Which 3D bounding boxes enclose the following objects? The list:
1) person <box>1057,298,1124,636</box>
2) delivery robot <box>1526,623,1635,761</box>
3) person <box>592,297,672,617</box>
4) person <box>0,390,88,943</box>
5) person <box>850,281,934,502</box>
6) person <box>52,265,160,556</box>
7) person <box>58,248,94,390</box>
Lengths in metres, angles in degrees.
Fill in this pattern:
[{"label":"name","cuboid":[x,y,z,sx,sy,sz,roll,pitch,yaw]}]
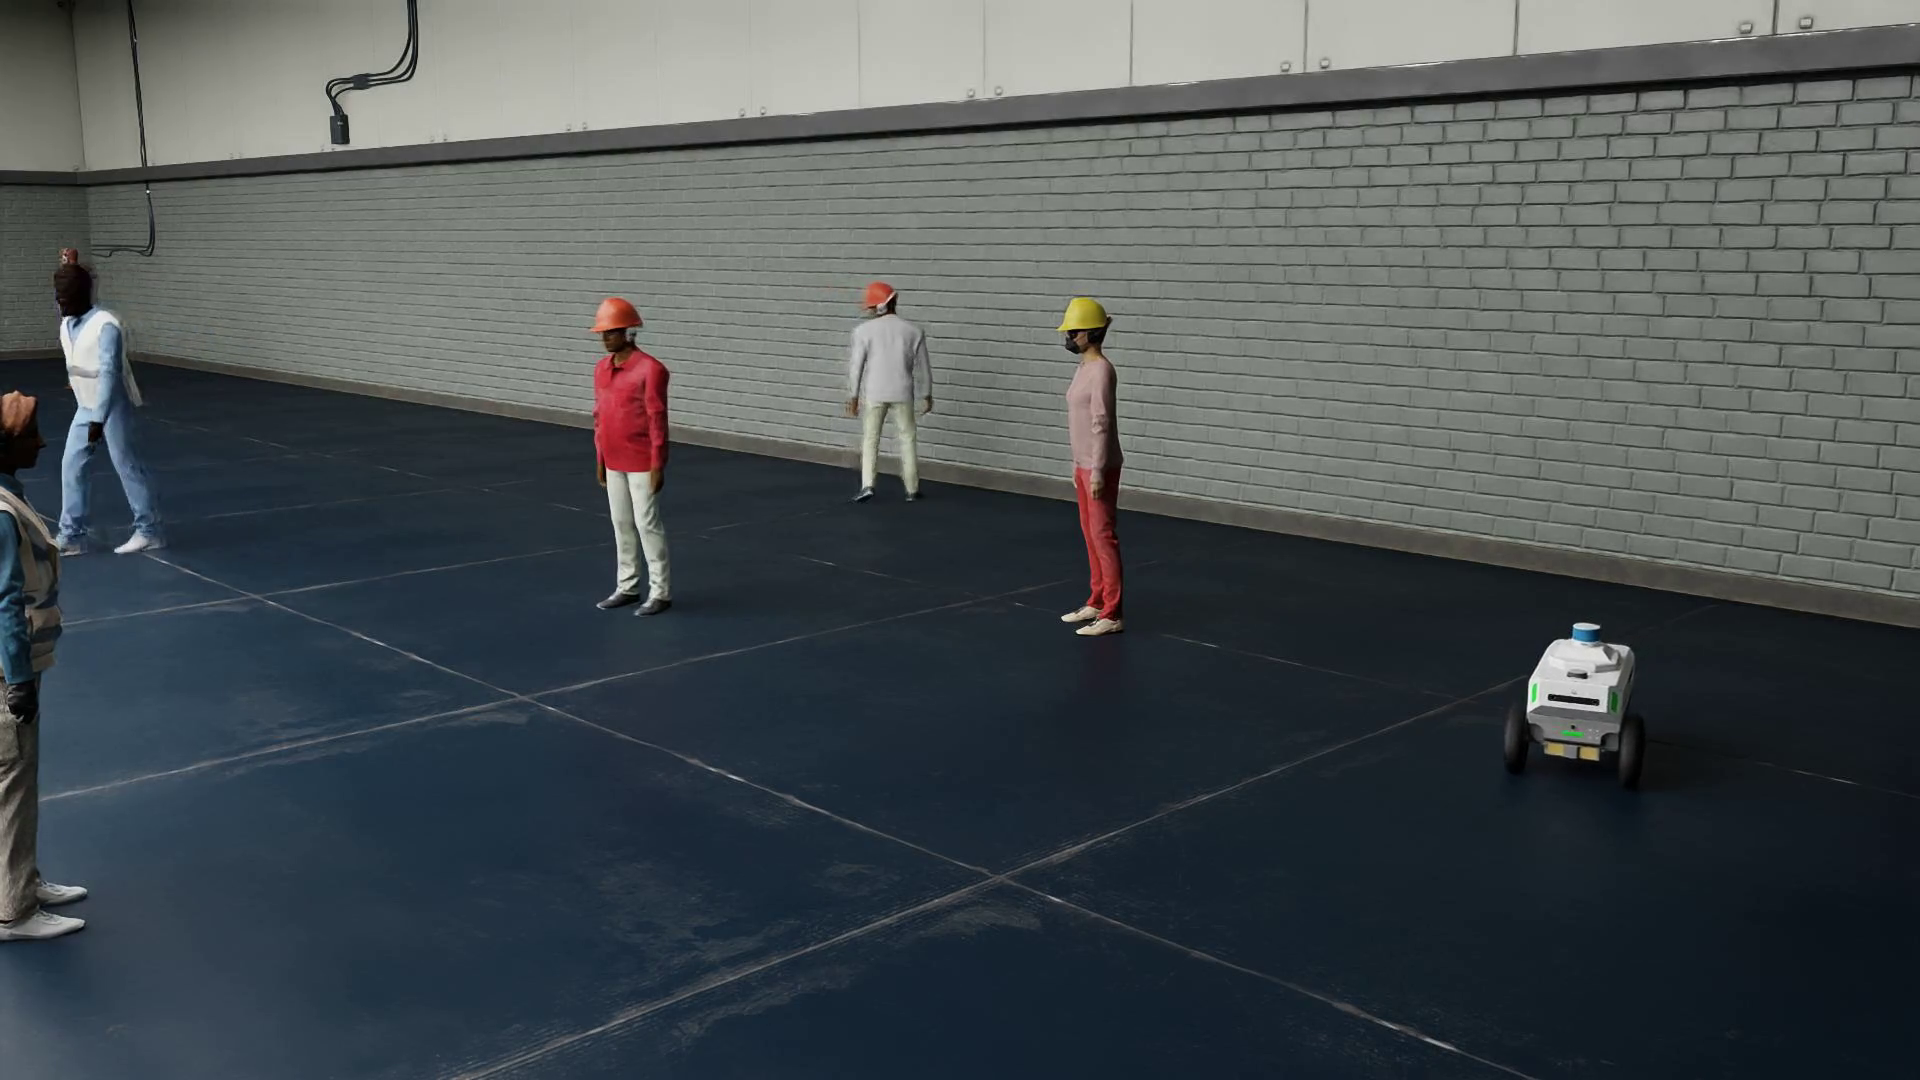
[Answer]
[{"label":"person","cuboid":[0.673,-0.382,8.710,0.350,1.758,0.522,-2,11,-9]},{"label":"delivery robot","cuboid":[2.446,0.570,6.533,0.477,0.478,0.707,5,12,25]},{"label":"person","cuboid":[-1.827,-0.452,9.125,0.574,1.743,0.355,9,14,39]},{"label":"person","cuboid":[-2.810,0.374,4.932,0.317,1.629,0.509,-6,12,-30]},{"label":"person","cuboid":[-0.514,-1.137,12.925,0.684,1.726,0.491,-1,10,-6]},{"label":"person","cuboid":[-5.616,-0.809,10.688,0.610,1.880,0.863,6,12,30]},{"label":"person","cuboid":[-11.965,-2.986,22.492,0.400,1.910,0.643,1,10,5]}]
